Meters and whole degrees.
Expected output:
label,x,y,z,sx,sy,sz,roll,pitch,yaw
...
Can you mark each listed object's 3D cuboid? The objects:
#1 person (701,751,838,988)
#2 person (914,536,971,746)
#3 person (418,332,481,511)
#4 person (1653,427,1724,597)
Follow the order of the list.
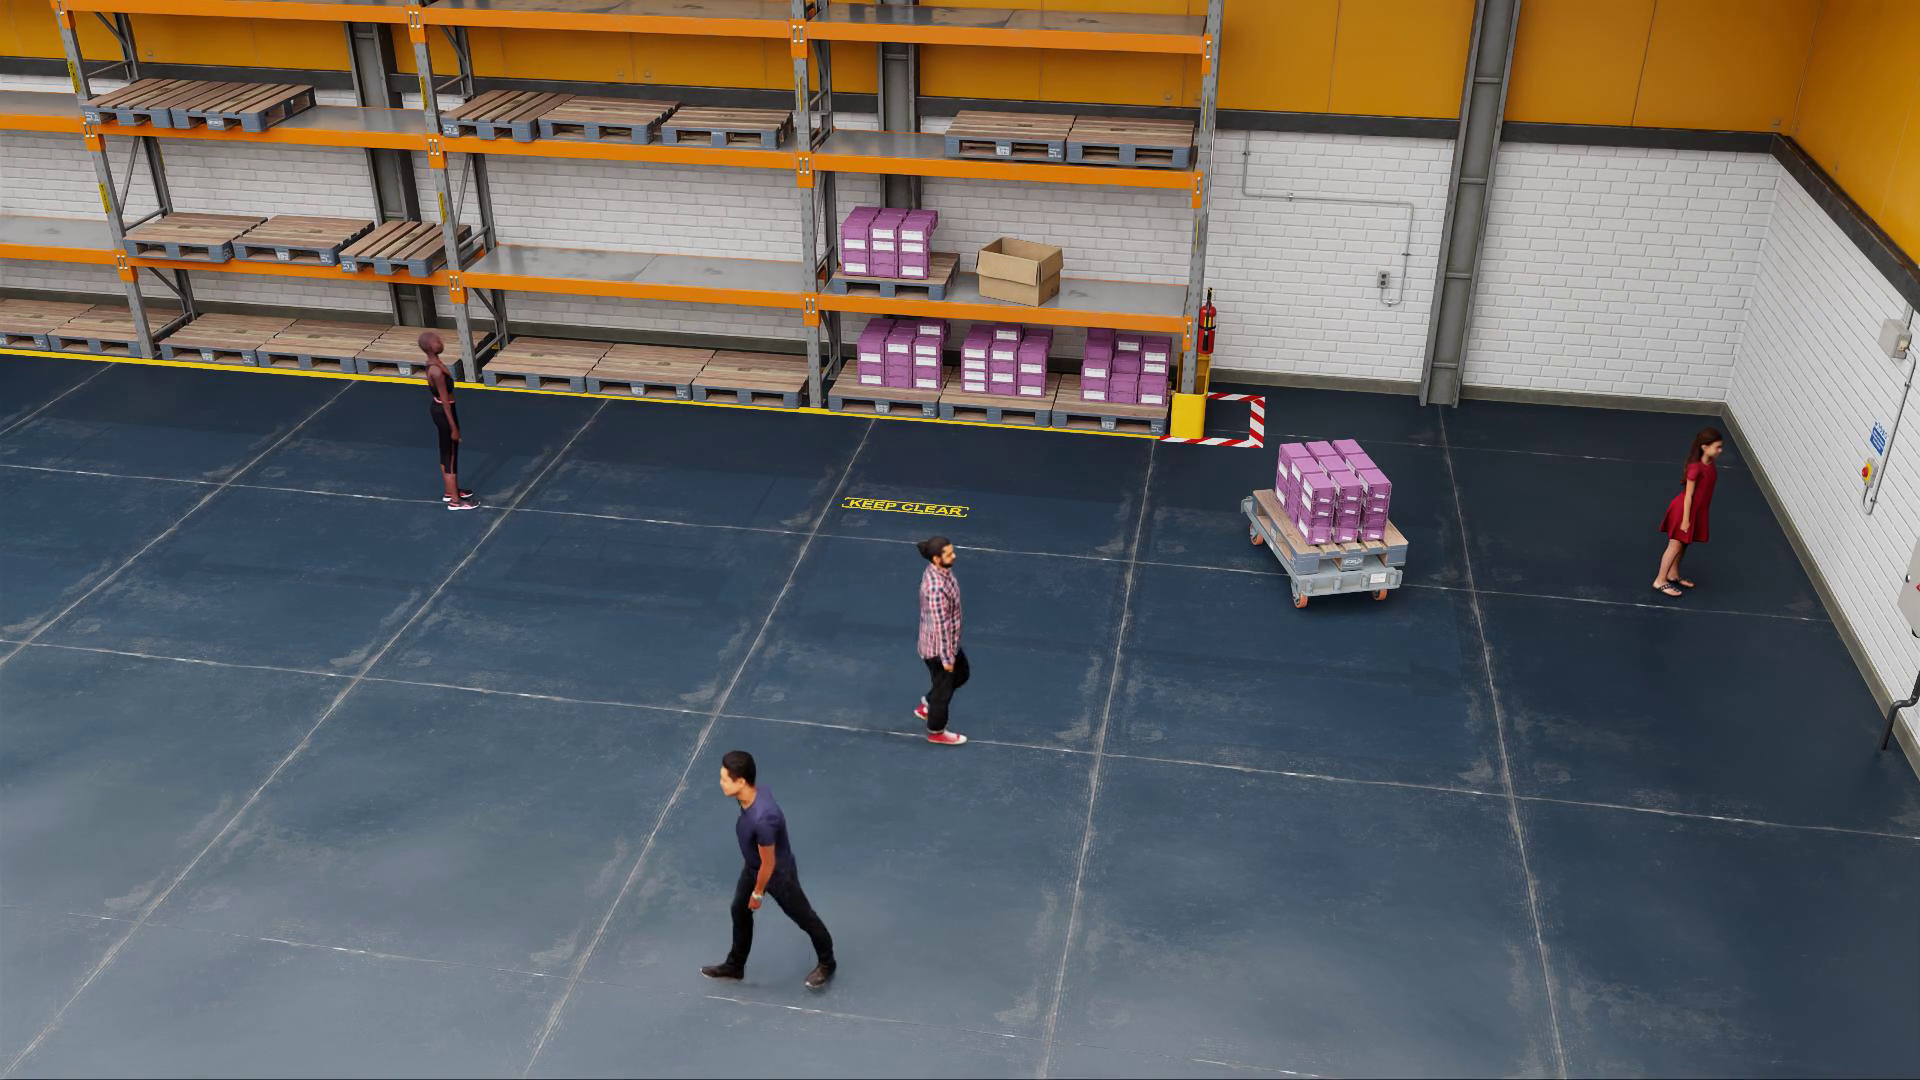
label,x,y,z,sx,sy,sz,roll,pitch,yaw
person,-1.062,2.000,10.007,1.139,1.726,1.047,-20,34,-32
person,-0.200,0.754,12.266,0.655,1.750,0.700,3,29,5
person,-4.884,-1.139,15.731,0.698,1.755,0.666,-13,31,-22
person,6.291,-0.268,14.346,0.730,1.551,0.670,23,36,36
